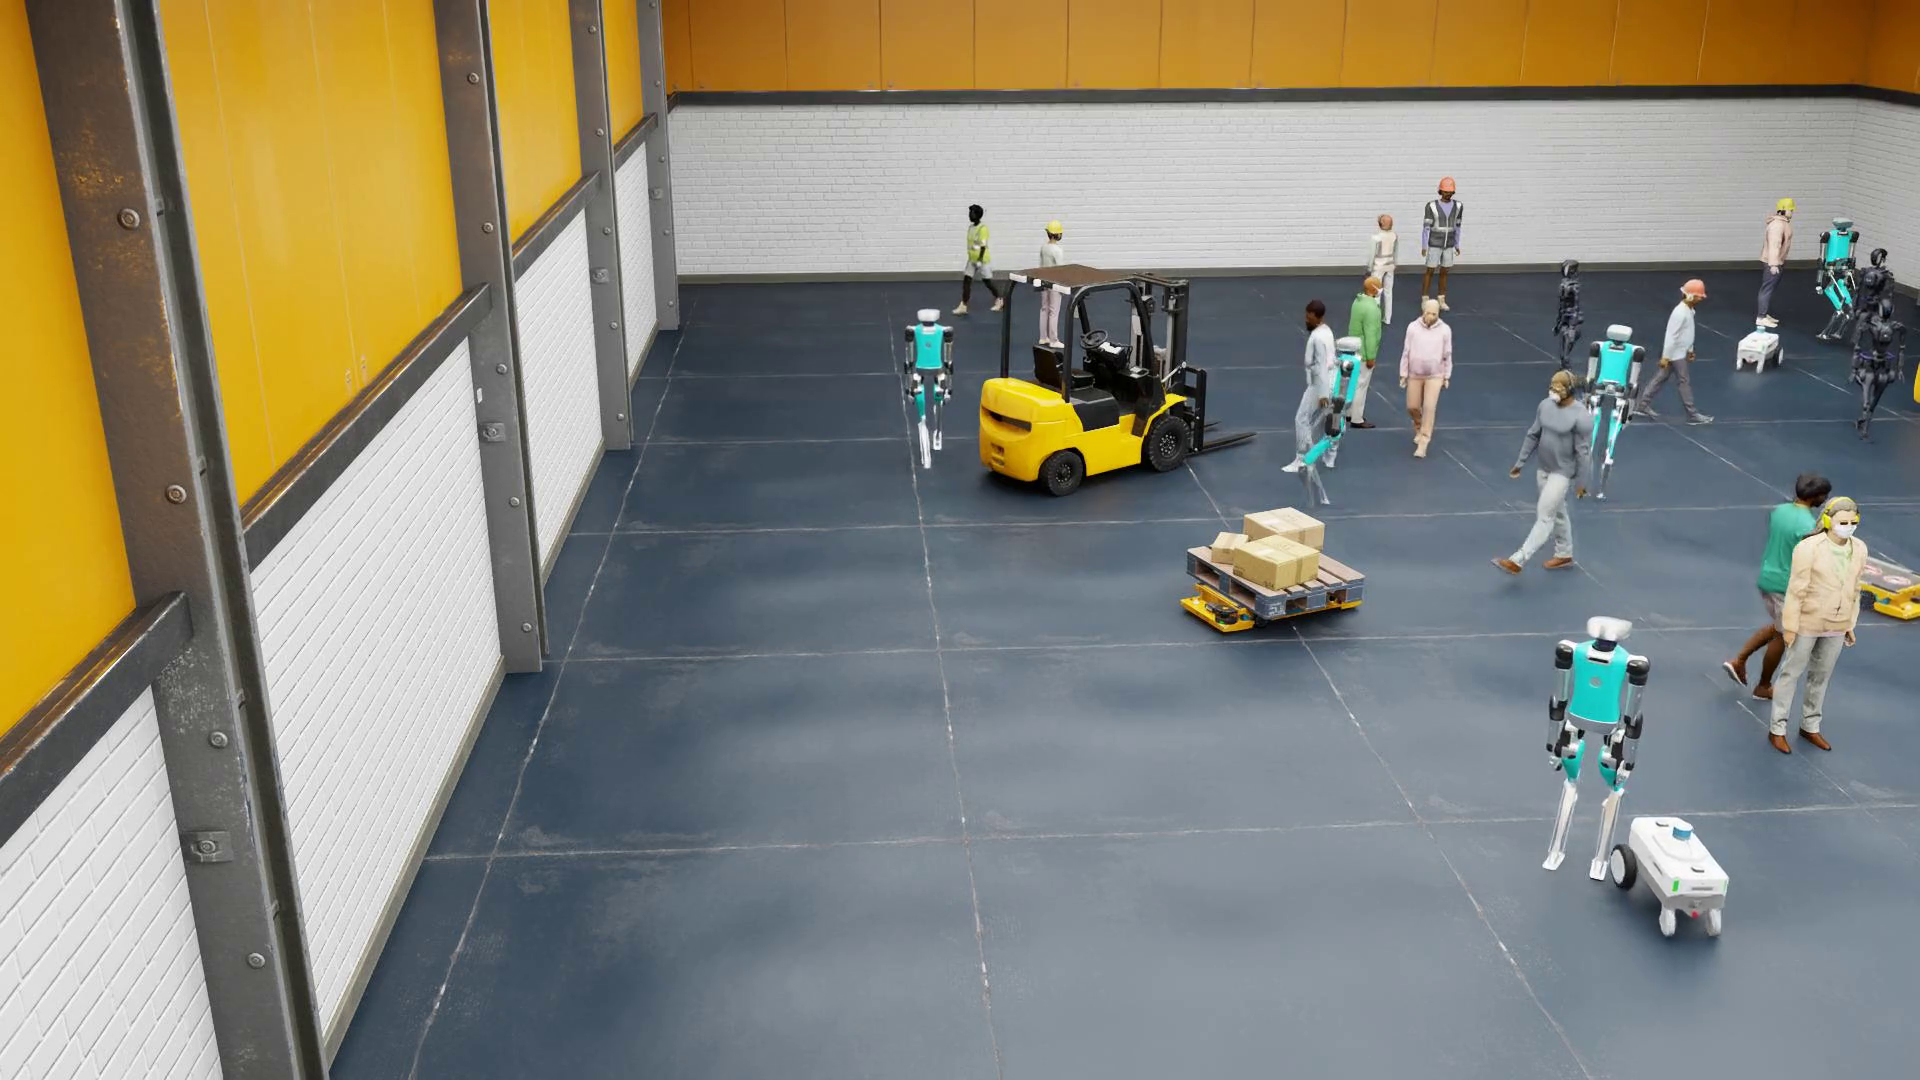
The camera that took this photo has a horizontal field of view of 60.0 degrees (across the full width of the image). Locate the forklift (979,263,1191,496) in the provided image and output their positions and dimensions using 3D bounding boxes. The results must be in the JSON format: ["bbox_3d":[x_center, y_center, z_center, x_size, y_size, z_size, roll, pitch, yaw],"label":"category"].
[{"bbox_3d":[1.315,-1.764,17.646,2.313,2.155,1.214,-14,24,-33],"label":"forklift"}]

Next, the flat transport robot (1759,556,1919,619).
[{"bbox_3d":[7.920,0.338,14.708,0.659,0.231,1.431,-11,23,-27],"label":"flat transport robot"}]

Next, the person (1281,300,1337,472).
[{"bbox_3d":[3.835,-1.656,17.834,0.524,1.876,0.727,8,22,22],"label":"person"}]

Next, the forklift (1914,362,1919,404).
[{"bbox_3d":[12.602,-2.435,19.475,2.313,2.155,1.214,-1,20,-4],"label":"forklift"}]

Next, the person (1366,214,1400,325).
[{"bbox_3d":[6.194,-3.956,24.415,0.521,1.636,0.308,-8,22,-21],"label":"person"}]

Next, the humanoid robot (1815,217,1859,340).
[{"bbox_3d":[12.250,-3.593,23.093,0.533,1.677,0.735,-1,20,-4],"label":"humanoid robot"}]

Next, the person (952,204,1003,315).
[{"bbox_3d":[0.309,-4.259,25.208,0.837,1.662,0.528,-12,23,-30],"label":"person"}]

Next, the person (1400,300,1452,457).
[{"bbox_3d":[5.182,-1.837,18.475,0.549,1.753,0.685,9,22,24],"label":"person"}]

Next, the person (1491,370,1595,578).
[{"bbox_3d":[5.179,-0.585,14.853,1.021,1.890,0.646,-6,21,-15],"label":"person"}]

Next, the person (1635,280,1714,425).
[{"bbox_3d":[8.502,-2.231,19.622,0.895,1.697,0.561,10,23,26],"label":"person"}]

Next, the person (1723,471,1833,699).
[{"bbox_3d":[6.133,0.357,12.394,0.466,1.834,0.502,-1,20,-3],"label":"person"}]

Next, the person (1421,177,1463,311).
[{"bbox_3d":[7.332,-4.494,25.301,0.614,2.041,0.381,-3,20,-8],"label":"person"}]

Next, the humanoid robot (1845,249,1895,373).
[{"bbox_3d":[11.925,-2.983,21.718,0.368,1.648,0.586,-10,22,-24],"label":"humanoid robot"}]

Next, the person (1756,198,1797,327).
[{"bbox_3d":[11.966,-4.092,24.458,0.410,1.867,0.796,11,23,28],"label":"person"}]

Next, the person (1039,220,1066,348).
[{"bbox_3d":[1.300,-3.558,23.149,0.309,1.768,0.530,-12,23,-29],"label":"person"}]

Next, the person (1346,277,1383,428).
[{"bbox_3d":[4.713,-2.189,19.405,0.384,1.779,0.535,-3,20,-8],"label":"person"}]

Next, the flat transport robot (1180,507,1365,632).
[{"bbox_3d":[2.679,0.492,14.286,1.431,0.231,0.659,-9,22,-24],"label":"flat transport robot"}]

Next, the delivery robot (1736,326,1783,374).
[{"bbox_3d":[10.631,-2.551,22.150,0.499,0.586,0.783,16,25,36],"label":"delivery robot"}]

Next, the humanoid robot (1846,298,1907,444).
[{"bbox_3d":[10.467,-1.954,19.004,0.615,1.652,0.771,2,20,6],"label":"humanoid robot"}]

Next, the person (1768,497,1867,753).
[{"bbox_3d":[6.036,0.583,11.711,0.554,1.877,0.409,-3,20,-7],"label":"person"}]

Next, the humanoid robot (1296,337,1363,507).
[{"bbox_3d":[3.620,-1.166,16.701,0.719,1.800,0.543,7,21,19],"label":"humanoid robot"}]

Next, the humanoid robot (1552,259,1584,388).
[{"bbox_3d":[7.714,-2.728,21.020,0.389,1.633,0.601,-1,20,-2],"label":"humanoid robot"}]

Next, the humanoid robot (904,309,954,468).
[{"bbox_3d":[-0.334,-1.729,18.263,0.533,1.773,0.994,0,20,0],"label":"humanoid robot"}]

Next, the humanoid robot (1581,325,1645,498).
[{"bbox_3d":[6.564,-1.238,16.907,0.538,1.816,0.714,9,22,23],"label":"humanoid robot"}]

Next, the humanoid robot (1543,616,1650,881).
[{"bbox_3d":[3.885,1.218,10.136,0.530,1.755,0.698,13,24,31],"label":"humanoid robot"}]

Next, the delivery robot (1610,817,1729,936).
[{"bbox_3d":[4.250,1.958,9.907,0.499,0.614,0.804,0,20,0],"label":"delivery robot"}]
